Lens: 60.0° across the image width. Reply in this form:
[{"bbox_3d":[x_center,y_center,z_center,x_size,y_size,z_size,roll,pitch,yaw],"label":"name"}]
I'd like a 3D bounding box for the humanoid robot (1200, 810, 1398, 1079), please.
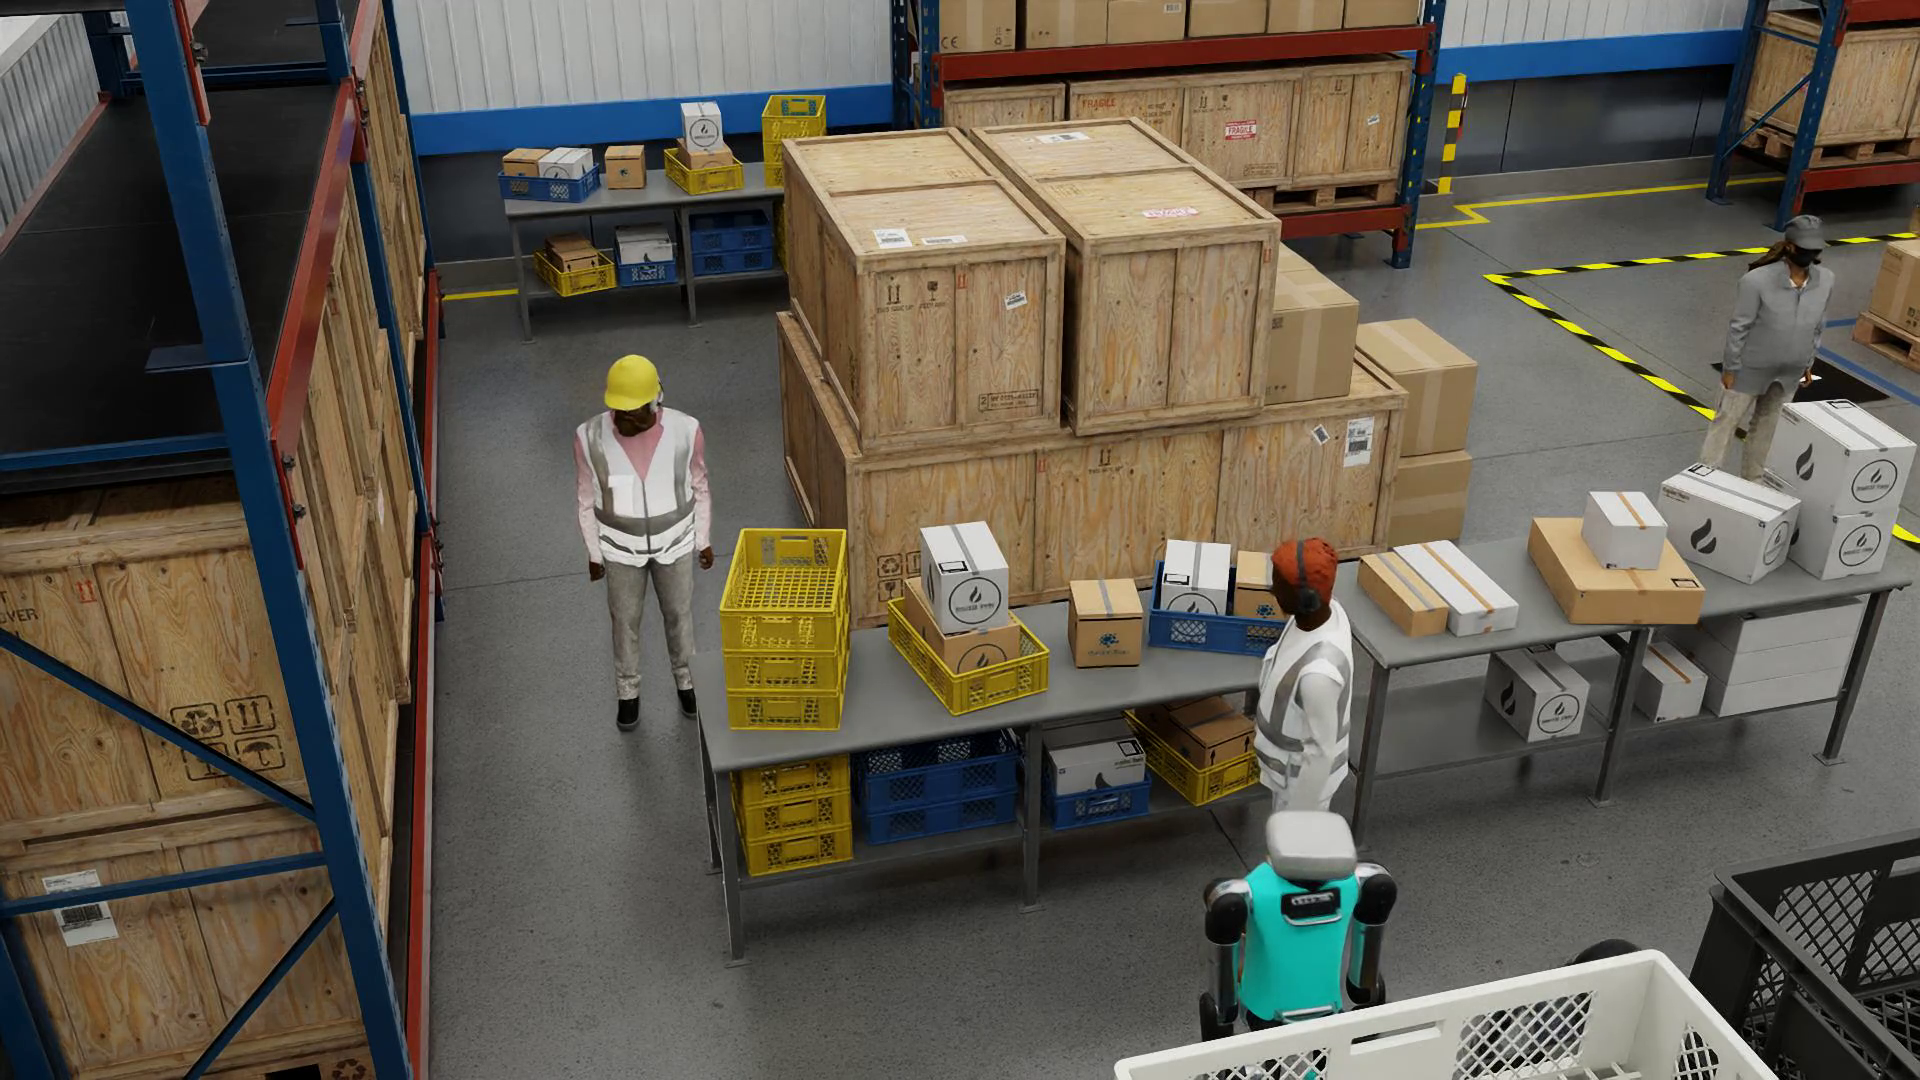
[{"bbox_3d":[0.967,1.604,4.581,0.531,1.691,0.729,-5,29,-9],"label":"humanoid robot"}]

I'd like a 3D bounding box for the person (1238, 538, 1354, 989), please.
[{"bbox_3d":[1.197,0.823,5.947,0.362,1.886,0.574,4,29,7],"label":"person"}]

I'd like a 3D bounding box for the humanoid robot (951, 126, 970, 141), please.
[{"bbox_3d":[-0.099,-1.993,11.292,0.637,1.641,0.601,-8,30,-14],"label":"humanoid robot"}]

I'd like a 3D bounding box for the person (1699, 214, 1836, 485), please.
[{"bbox_3d":[4.524,-0.975,9.329,0.564,1.769,0.394,-3,29,-6],"label":"person"}]

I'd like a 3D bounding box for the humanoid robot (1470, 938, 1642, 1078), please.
[{"bbox_3d":[1.609,1.712,4.581,0.608,1.648,0.611,-18,34,-30],"label":"humanoid robot"}]

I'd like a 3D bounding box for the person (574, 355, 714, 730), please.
[{"bbox_3d":[-1.400,0.012,7.479,0.589,1.827,0.404,-7,30,-12],"label":"person"}]
